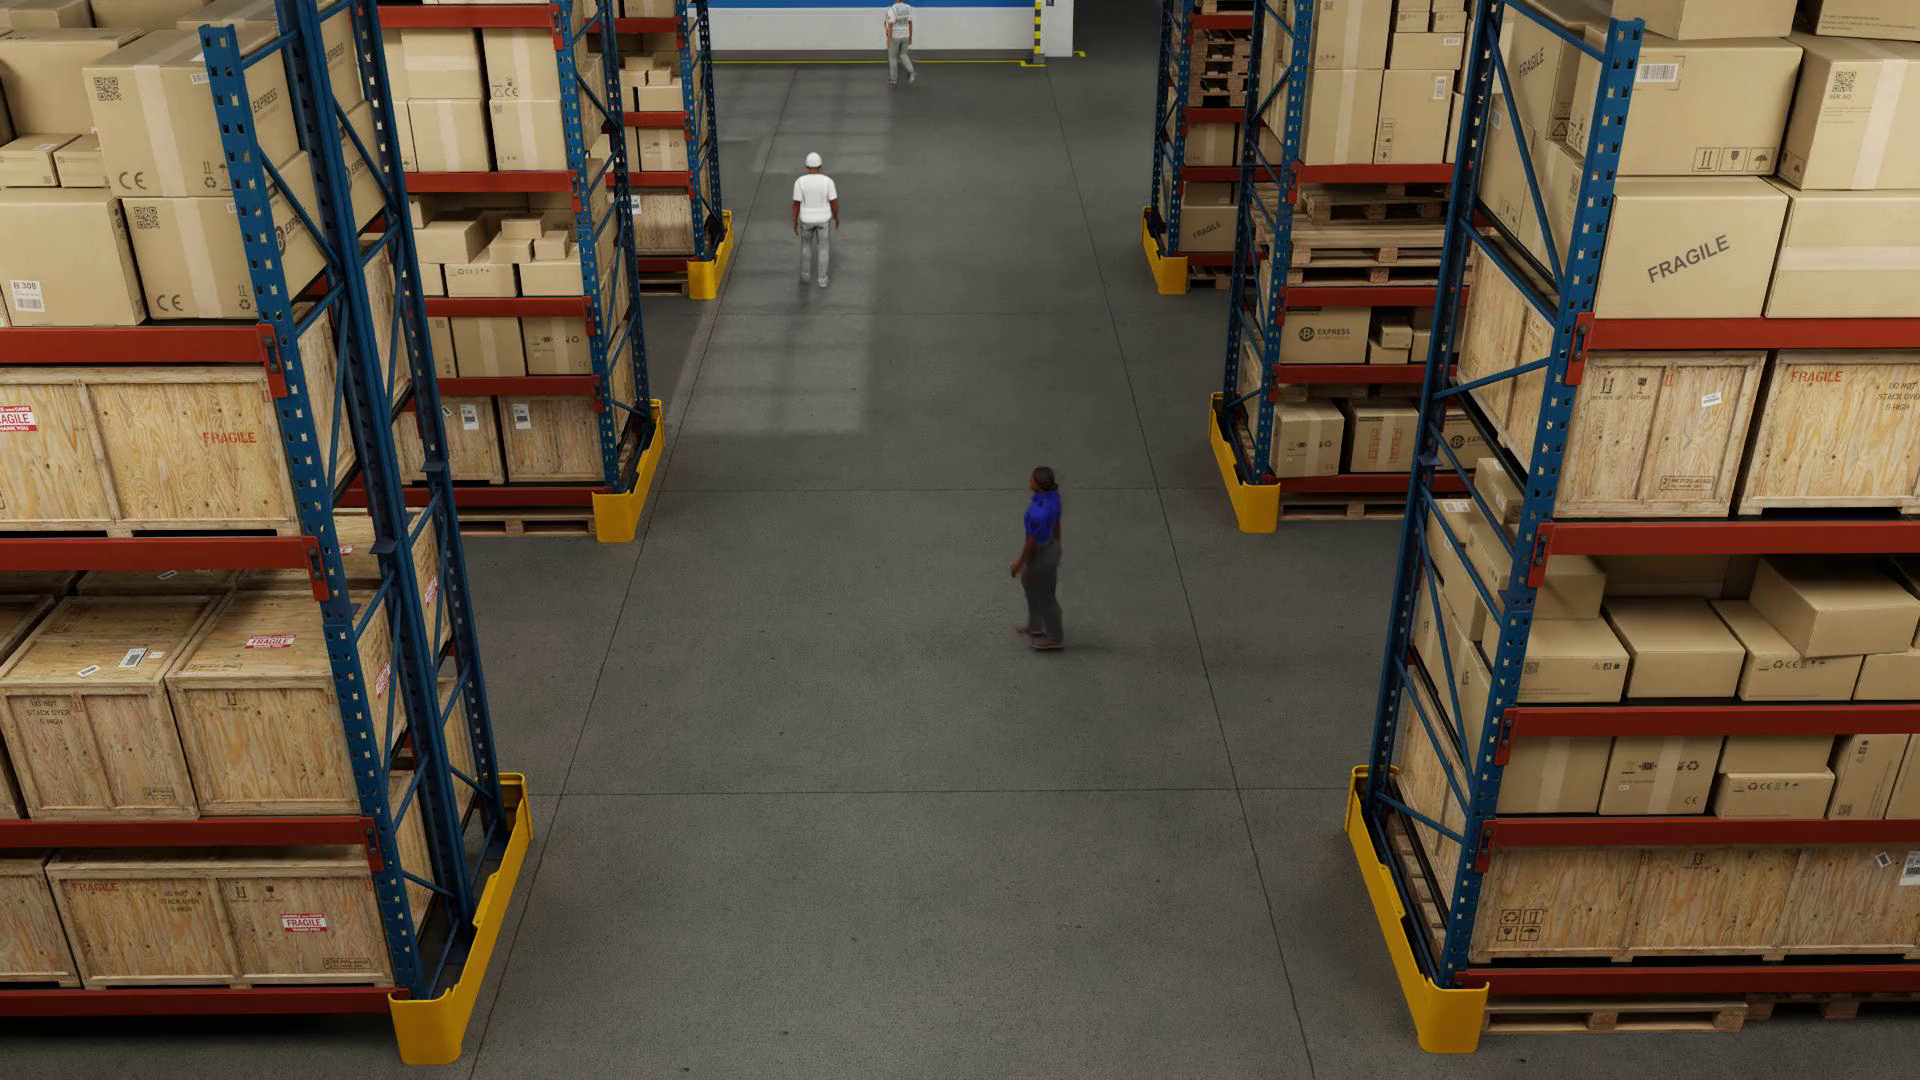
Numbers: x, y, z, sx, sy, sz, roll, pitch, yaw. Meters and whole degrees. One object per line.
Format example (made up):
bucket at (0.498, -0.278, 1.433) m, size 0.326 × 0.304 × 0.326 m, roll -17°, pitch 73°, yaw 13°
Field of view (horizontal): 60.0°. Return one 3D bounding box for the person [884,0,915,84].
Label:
person at (-1.175, -9.623, 31.788) m, size 0.540 × 1.785 × 0.631 m, roll -19°, pitch 33°, yaw -31°

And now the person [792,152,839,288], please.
person at (-1.883, -4.245, 21.785) m, size 0.600 × 1.760 × 0.670 m, roll -1°, pitch 28°, yaw -3°

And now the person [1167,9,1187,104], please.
person at (4.116, -8.847, 30.335) m, size 0.689 × 1.784 × 0.609 m, roll 1°, pitch 28°, yaw 1°

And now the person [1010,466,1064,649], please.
person at (0.660, 0.145, 13.739) m, size 0.478 × 1.675 × 0.456 m, roll 8°, pitch 29°, yaw 15°
